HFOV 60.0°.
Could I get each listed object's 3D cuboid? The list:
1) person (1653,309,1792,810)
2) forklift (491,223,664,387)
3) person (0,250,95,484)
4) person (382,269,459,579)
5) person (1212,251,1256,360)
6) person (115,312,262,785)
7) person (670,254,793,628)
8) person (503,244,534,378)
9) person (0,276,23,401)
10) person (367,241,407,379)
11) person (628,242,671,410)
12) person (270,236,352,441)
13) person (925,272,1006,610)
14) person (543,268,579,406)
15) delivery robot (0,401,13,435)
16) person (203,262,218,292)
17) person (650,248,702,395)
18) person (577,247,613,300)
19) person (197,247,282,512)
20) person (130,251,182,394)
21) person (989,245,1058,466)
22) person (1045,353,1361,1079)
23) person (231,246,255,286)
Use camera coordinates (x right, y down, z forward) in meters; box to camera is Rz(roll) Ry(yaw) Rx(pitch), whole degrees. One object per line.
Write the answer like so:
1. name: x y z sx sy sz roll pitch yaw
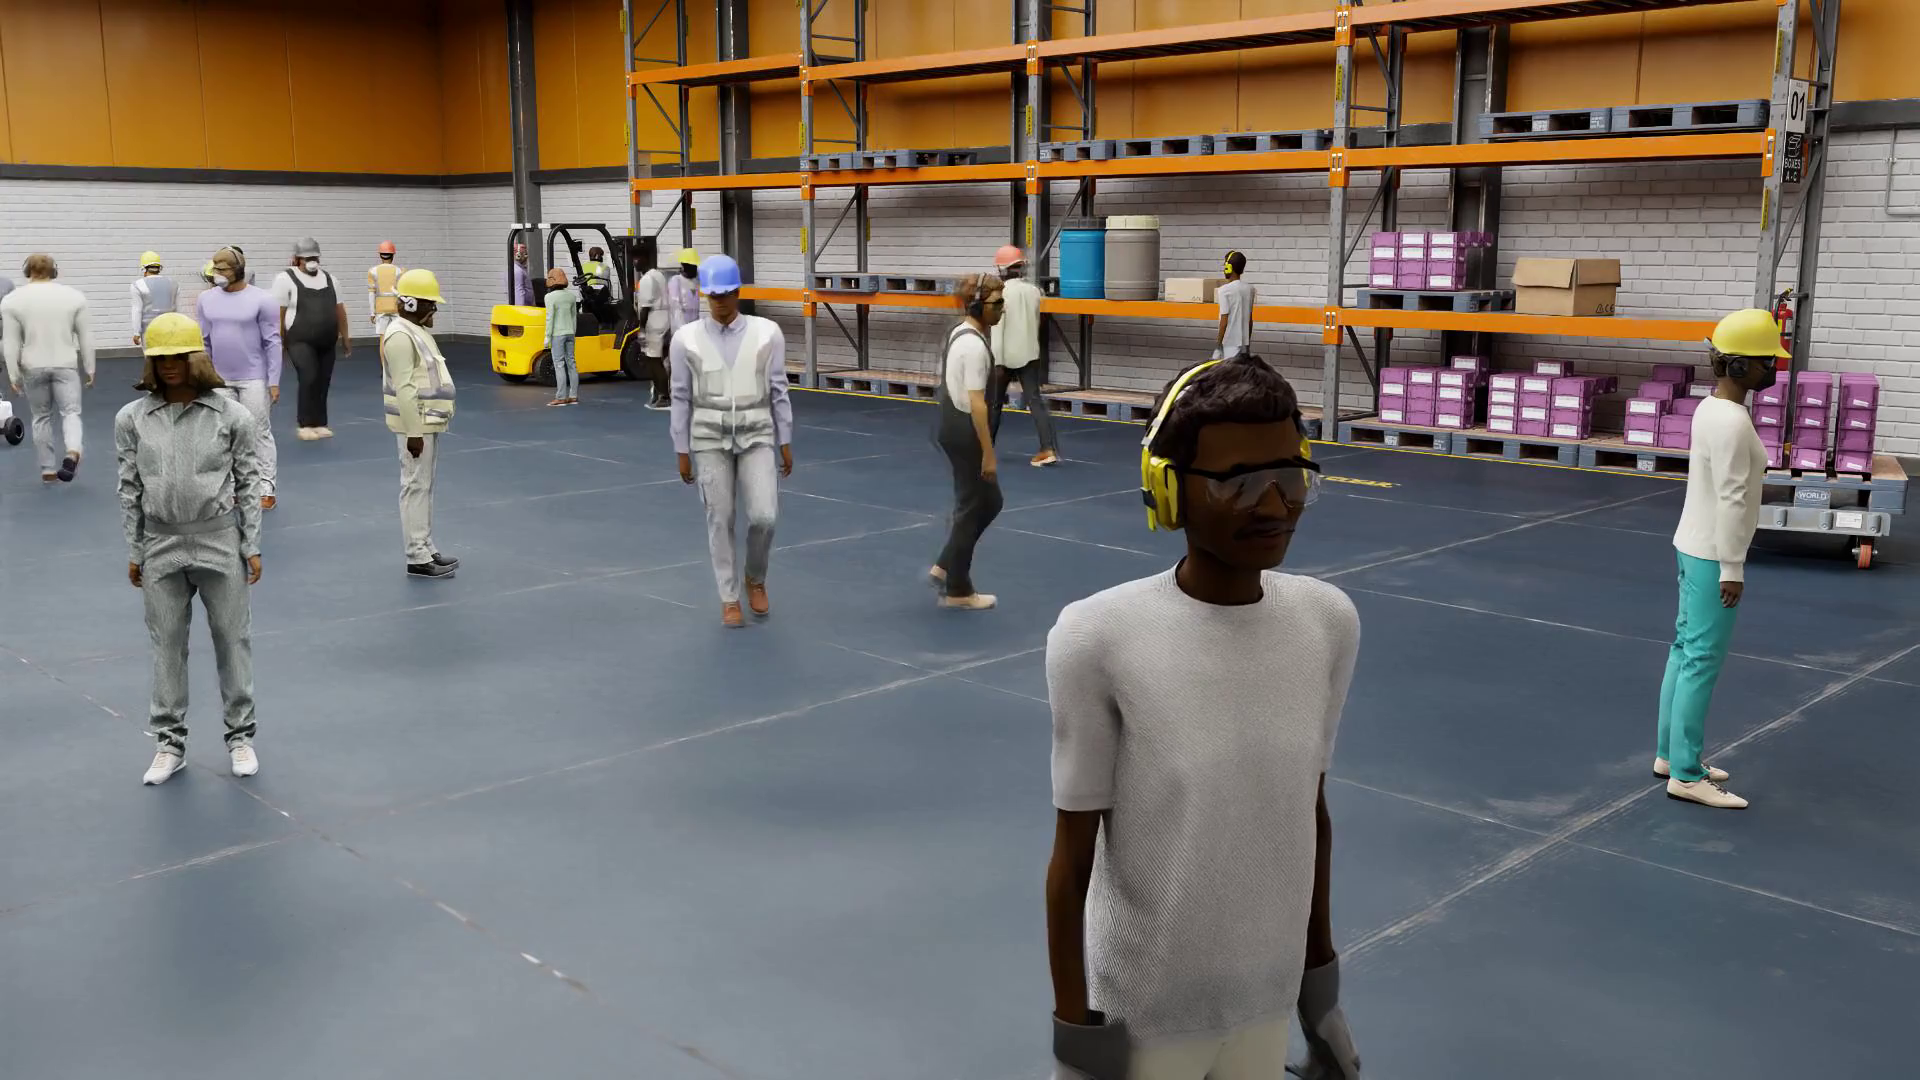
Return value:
1. person: 2.734 0.062 5.958 0.326 1.767 0.533 3 11 15
2. forklift: -5.316 -3.263 22.920 2.313 2.155 1.214 -10 14 -44
3. person: -7.294 -1.366 13.369 0.660 1.912 0.734 -6 12 -29
4. person: -3.199 -0.687 9.882 0.403 1.825 0.586 -2 11 -10
5. person: 2.669 -1.892 16.329 0.514 1.872 0.328 -9 14 -41
6. person: -2.839 0.035 6.163 0.487 1.744 0.312 -3 11 -14
7. person: -1.174 -0.495 8.553 0.628 1.927 0.437 -2 11 -10
8. person: -6.272 -3.262 23.725 0.403 1.900 0.643 -5 11 -25
9. person: -10.731 -2.268 18.378 1.026 1.888 0.635 8 13 39
10. person: -8.073 -3.251 23.554 0.552 1.936 0.358 -3 11 -15
11. person: -3.576 -2.451 19.217 0.557 1.929 0.649 1 10 4
12. person: -6.362 -1.999 16.444 0.671 2.000 0.702 8 13 36
13. person: 0.073 -0.506 8.882 0.397 1.828 0.535 -1 10 -7
14. person: -4.766 -2.419 19.840 0.279 1.634 0.498 6 12 30
15. delivery robot: -9.343 -1.191 15.815 0.477 0.478 0.707 -1 10 -2
16. person: -7.964 -2.142 18.047 0.750 1.739 0.526 2 11 10
17. person: -3.352 -2.586 20.118 1.009 1.874 0.575 6 12 30
18. person: -5.848 -3.804 26.852 0.619 1.838 0.430 5 11 24
19. person: -5.267 -1.162 12.173 0.627 1.936 0.373 1 10 5
20. person: -9.597 -2.522 19.866 0.403 1.833 0.591 8 13 36
21. person: 0.506 -1.624 14.702 0.616 1.945 1.045 -7 13 -34
22. person: 0.351 0.674 2.332 0.520 1.873 0.335 -5 12 -26
23. person: -10.400 -3.297 23.999 0.316 1.867 0.532 10 14 44
